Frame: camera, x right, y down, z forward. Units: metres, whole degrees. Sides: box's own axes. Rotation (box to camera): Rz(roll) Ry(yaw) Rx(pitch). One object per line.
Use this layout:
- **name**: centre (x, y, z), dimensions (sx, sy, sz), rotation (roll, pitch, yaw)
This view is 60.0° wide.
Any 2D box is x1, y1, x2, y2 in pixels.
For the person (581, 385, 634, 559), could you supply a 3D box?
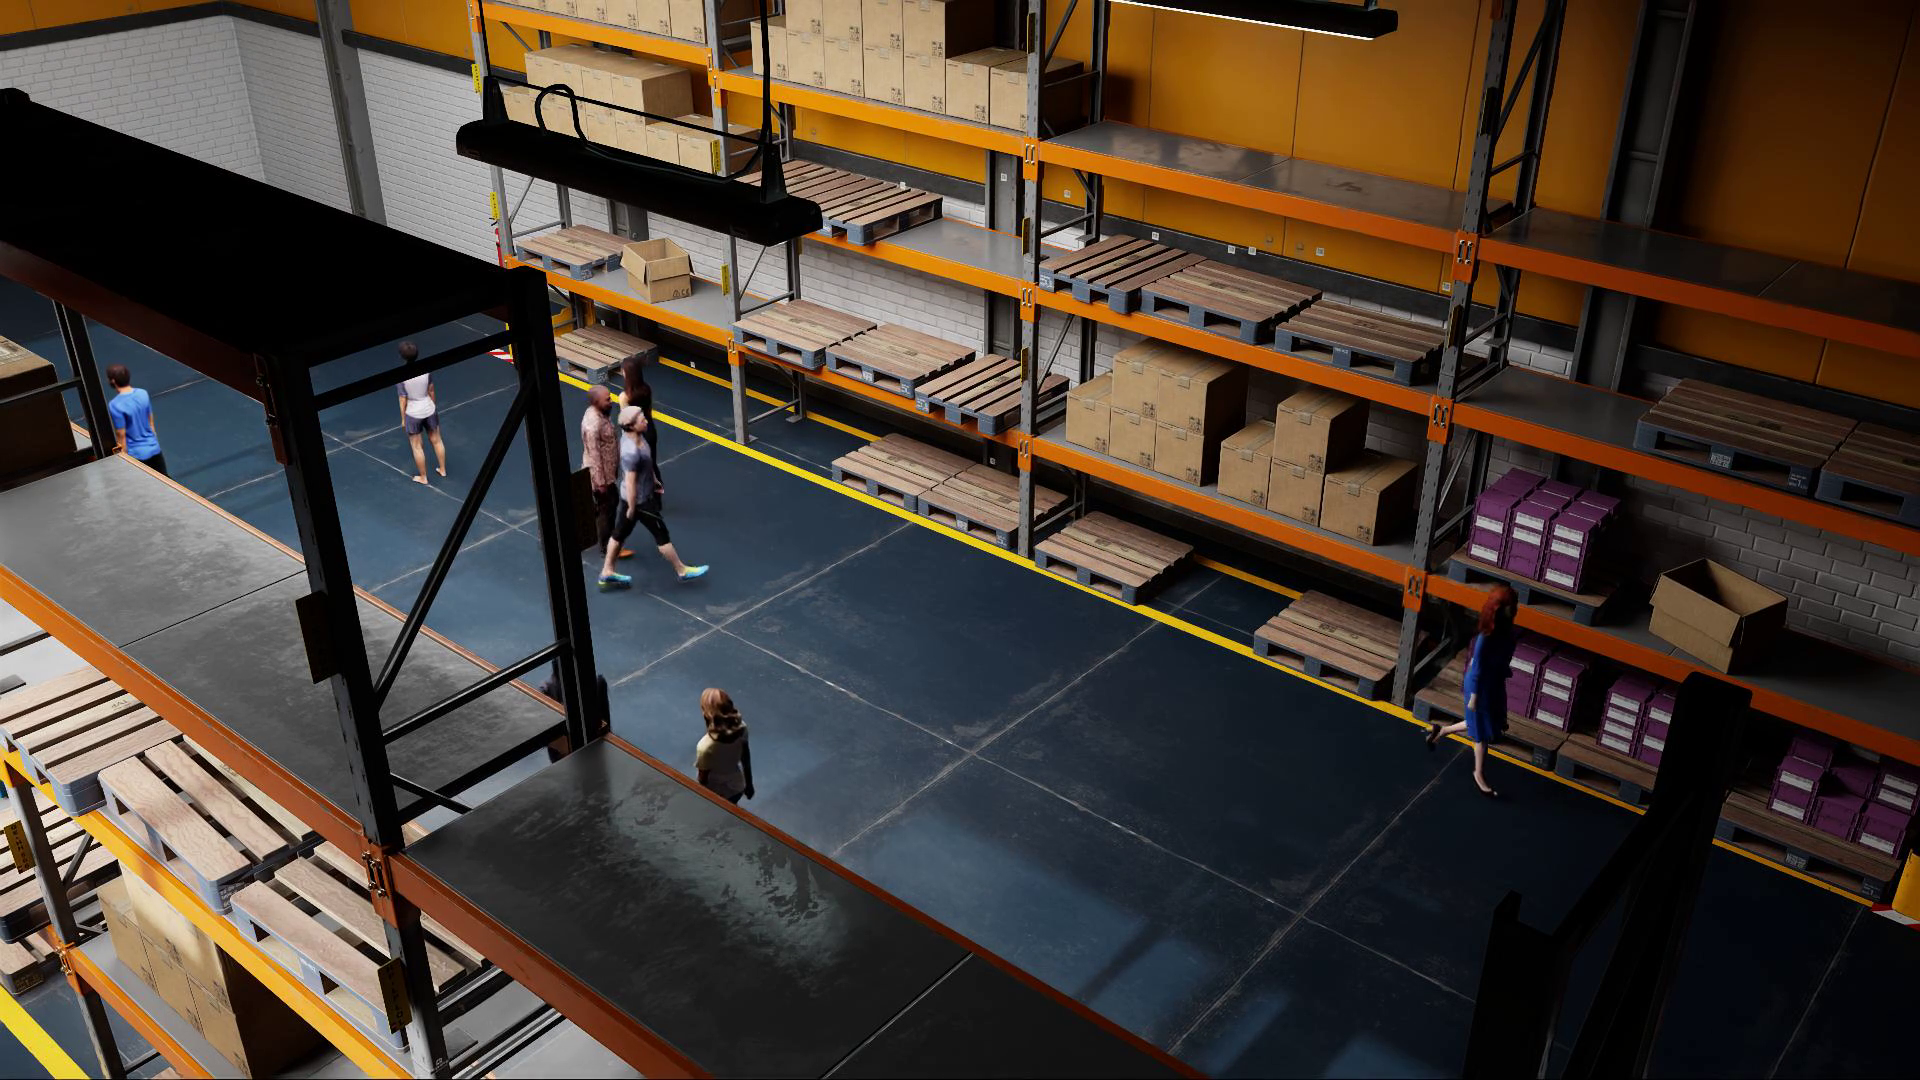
- **person**: centre (-3.508, -0.638, 15.845), dimensions (1.036, 1.784, 0.978), rotation (0, 29, 0)

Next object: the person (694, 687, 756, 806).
- **person**: centre (-1.548, 1.794, 11.463), dimensions (0.710, 1.711, 0.682), rotation (14, 32, 25)

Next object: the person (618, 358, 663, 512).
- **person**: centre (-3.210, -1.025, 16.654), dimensions (0.567, 1.687, 0.608), rotation (17, 33, 29)

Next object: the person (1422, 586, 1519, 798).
- **person**: centre (3.918, 1.109, 12.610), dimensions (0.899, 1.814, 0.630), rotation (24, 37, 37)

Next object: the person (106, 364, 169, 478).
- **person**: centre (-7.913, -0.827, 16.112), dimensions (0.671, 1.860, 0.676), rotation (10, 30, 17)

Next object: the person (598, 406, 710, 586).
- **person**: centre (-3.052, -0.346, 15.265), dimensions (1.189, 1.826, 1.264), rotation (-7, 29, -13)

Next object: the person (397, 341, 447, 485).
- **person**: centre (-5.647, -1.348, 17.371), dimensions (0.539, 1.568, 0.574), rotation (25, 38, 38)
